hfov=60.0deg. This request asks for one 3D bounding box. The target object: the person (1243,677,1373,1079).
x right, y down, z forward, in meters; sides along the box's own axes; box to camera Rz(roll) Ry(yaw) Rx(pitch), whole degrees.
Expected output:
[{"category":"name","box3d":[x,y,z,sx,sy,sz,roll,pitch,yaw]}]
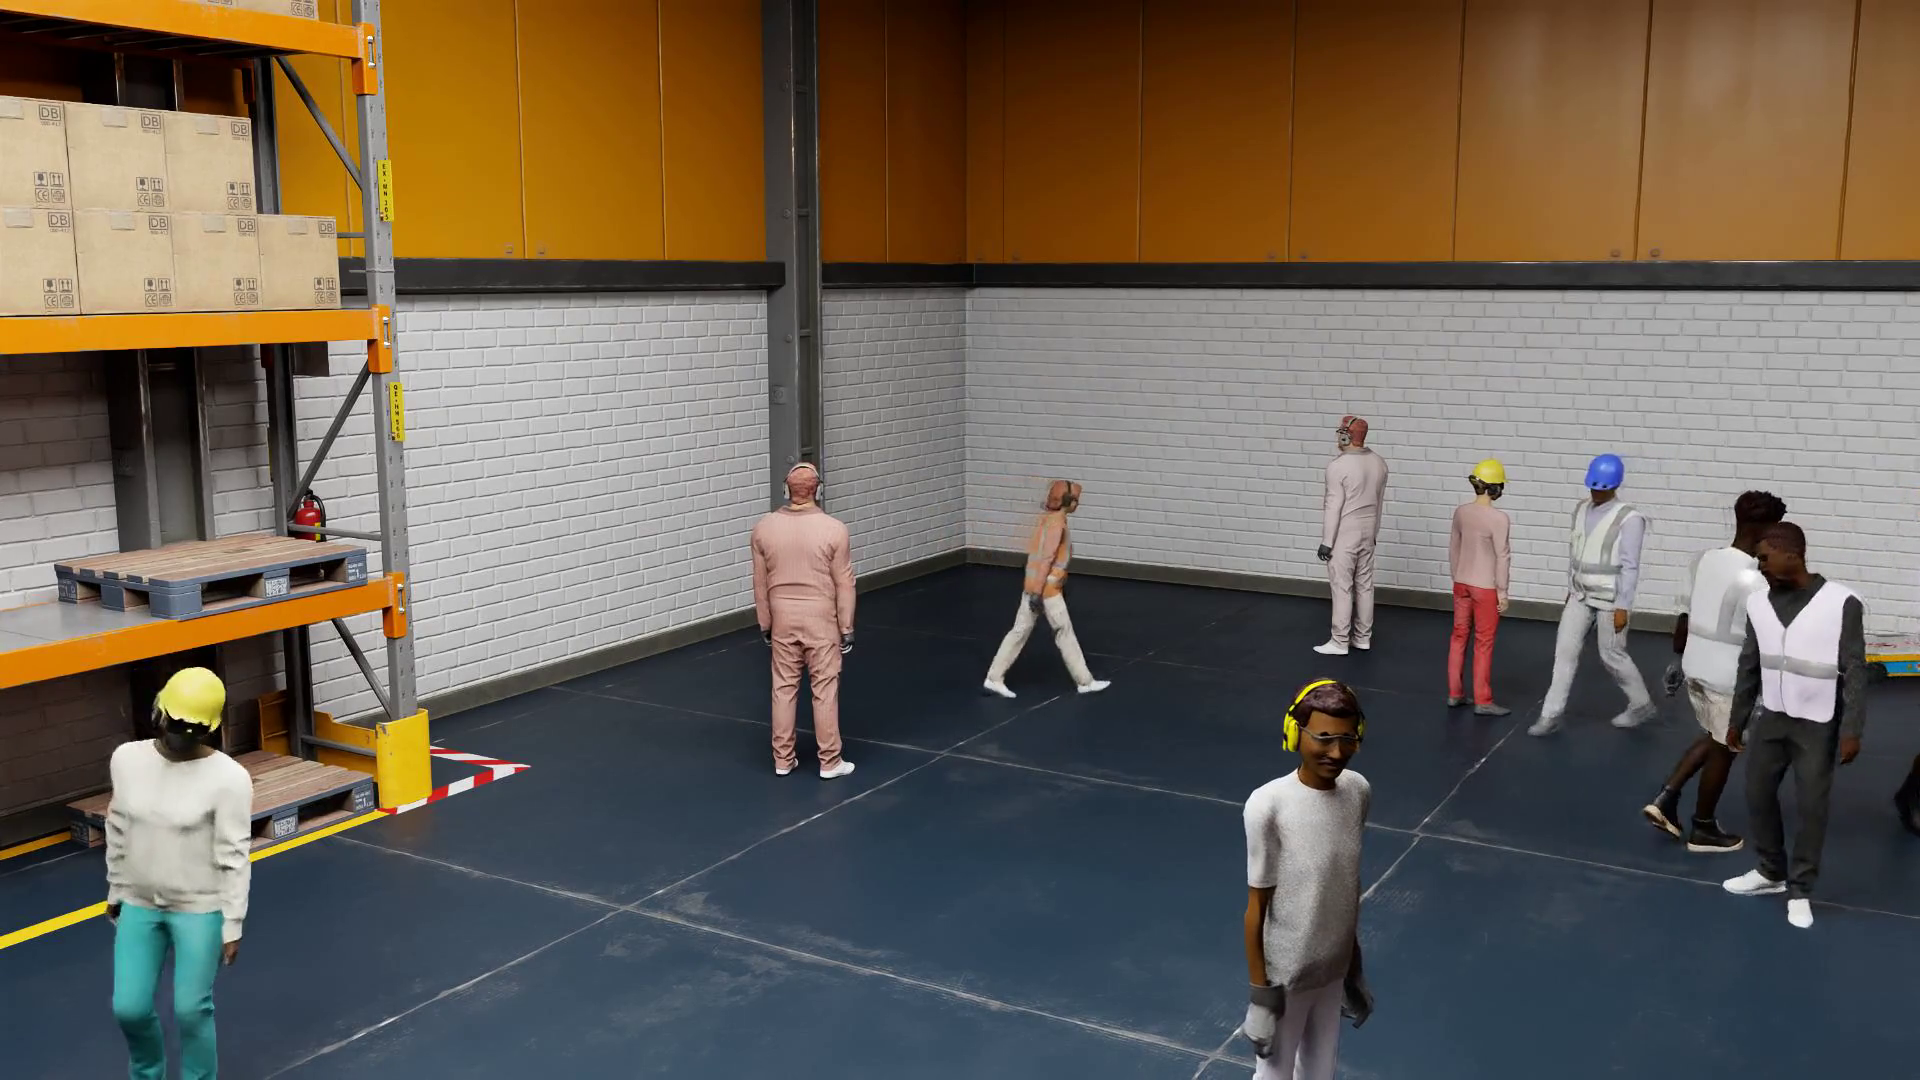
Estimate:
[{"category":"person","box3d":[1.046,1.319,4.950,0.521,1.863,0.336,-7,11,-36]}]

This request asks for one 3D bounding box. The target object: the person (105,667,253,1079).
[{"category":"person","box3d":[-2.695,1.267,5.717,0.587,1.720,0.339,1,9,6]}]

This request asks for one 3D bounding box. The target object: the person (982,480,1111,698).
[{"category":"person","box3d":[0.594,0.354,11.878,0.933,1.566,0.520,-1,9,-8]}]

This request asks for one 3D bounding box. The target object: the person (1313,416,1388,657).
[{"category":"person","box3d":[3.088,-0.033,13.232,0.643,1.913,0.410,-7,11,-37]}]

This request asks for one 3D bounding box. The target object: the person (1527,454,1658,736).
[{"category":"person","box3d":[4.230,0.357,10.899,0.906,1.899,0.657,-4,10,-21]}]

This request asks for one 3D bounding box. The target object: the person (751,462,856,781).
[{"category":"person","box3d":[-0.912,0.489,9.970,0.644,1.913,0.408,3,10,17]}]

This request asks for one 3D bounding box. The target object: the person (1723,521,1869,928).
[{"category":"person","box3d":[3.962,0.856,7.836,0.372,1.882,0.660,-5,11,-30]}]

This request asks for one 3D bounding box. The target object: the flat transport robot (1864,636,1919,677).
[{"category":"flat transport robot","box3d":[7.044,0.884,12.613,1.431,0.197,0.652,-1,9,-7]}]

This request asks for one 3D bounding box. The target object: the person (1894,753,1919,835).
[{"category":"person","box3d":[5.234,0.713,8.618,0.561,1.909,0.946,0,9,0]}]

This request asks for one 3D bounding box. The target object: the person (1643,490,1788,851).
[{"category":"person","box3d":[3.970,0.694,8.624,0.496,1.936,0.627,-1,9,-8]}]

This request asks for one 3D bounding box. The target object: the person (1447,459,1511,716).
[{"category":"person","box3d":[3.592,0.321,11.470,0.331,1.768,0.526,-4,10,-25]}]
